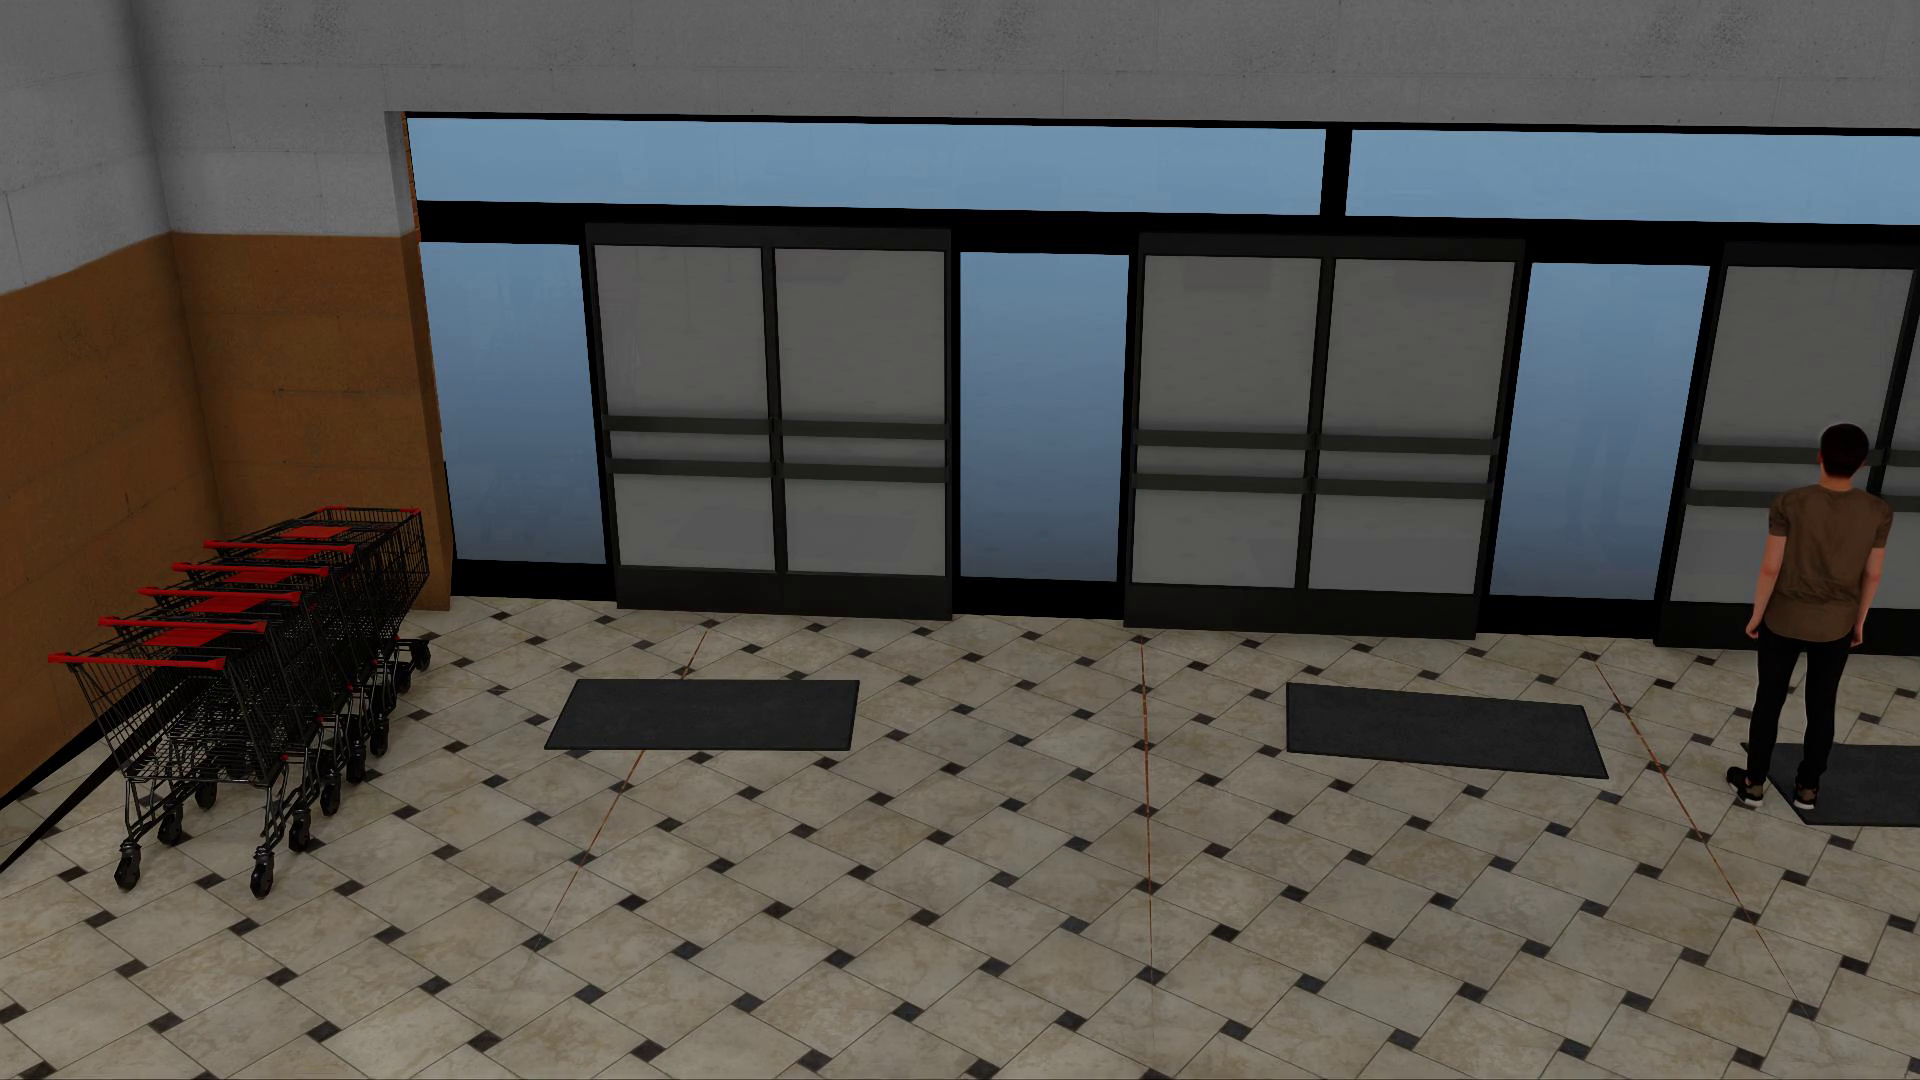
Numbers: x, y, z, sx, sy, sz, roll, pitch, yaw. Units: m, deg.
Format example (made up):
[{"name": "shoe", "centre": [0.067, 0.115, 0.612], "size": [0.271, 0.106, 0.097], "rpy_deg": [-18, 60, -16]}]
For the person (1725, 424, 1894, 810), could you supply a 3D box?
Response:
[{"name": "person", "centre": [3.851, 0.358, 7.541], "size": [0.690, 1.852, 0.612], "rpy_deg": [5, 22, 12]}]
